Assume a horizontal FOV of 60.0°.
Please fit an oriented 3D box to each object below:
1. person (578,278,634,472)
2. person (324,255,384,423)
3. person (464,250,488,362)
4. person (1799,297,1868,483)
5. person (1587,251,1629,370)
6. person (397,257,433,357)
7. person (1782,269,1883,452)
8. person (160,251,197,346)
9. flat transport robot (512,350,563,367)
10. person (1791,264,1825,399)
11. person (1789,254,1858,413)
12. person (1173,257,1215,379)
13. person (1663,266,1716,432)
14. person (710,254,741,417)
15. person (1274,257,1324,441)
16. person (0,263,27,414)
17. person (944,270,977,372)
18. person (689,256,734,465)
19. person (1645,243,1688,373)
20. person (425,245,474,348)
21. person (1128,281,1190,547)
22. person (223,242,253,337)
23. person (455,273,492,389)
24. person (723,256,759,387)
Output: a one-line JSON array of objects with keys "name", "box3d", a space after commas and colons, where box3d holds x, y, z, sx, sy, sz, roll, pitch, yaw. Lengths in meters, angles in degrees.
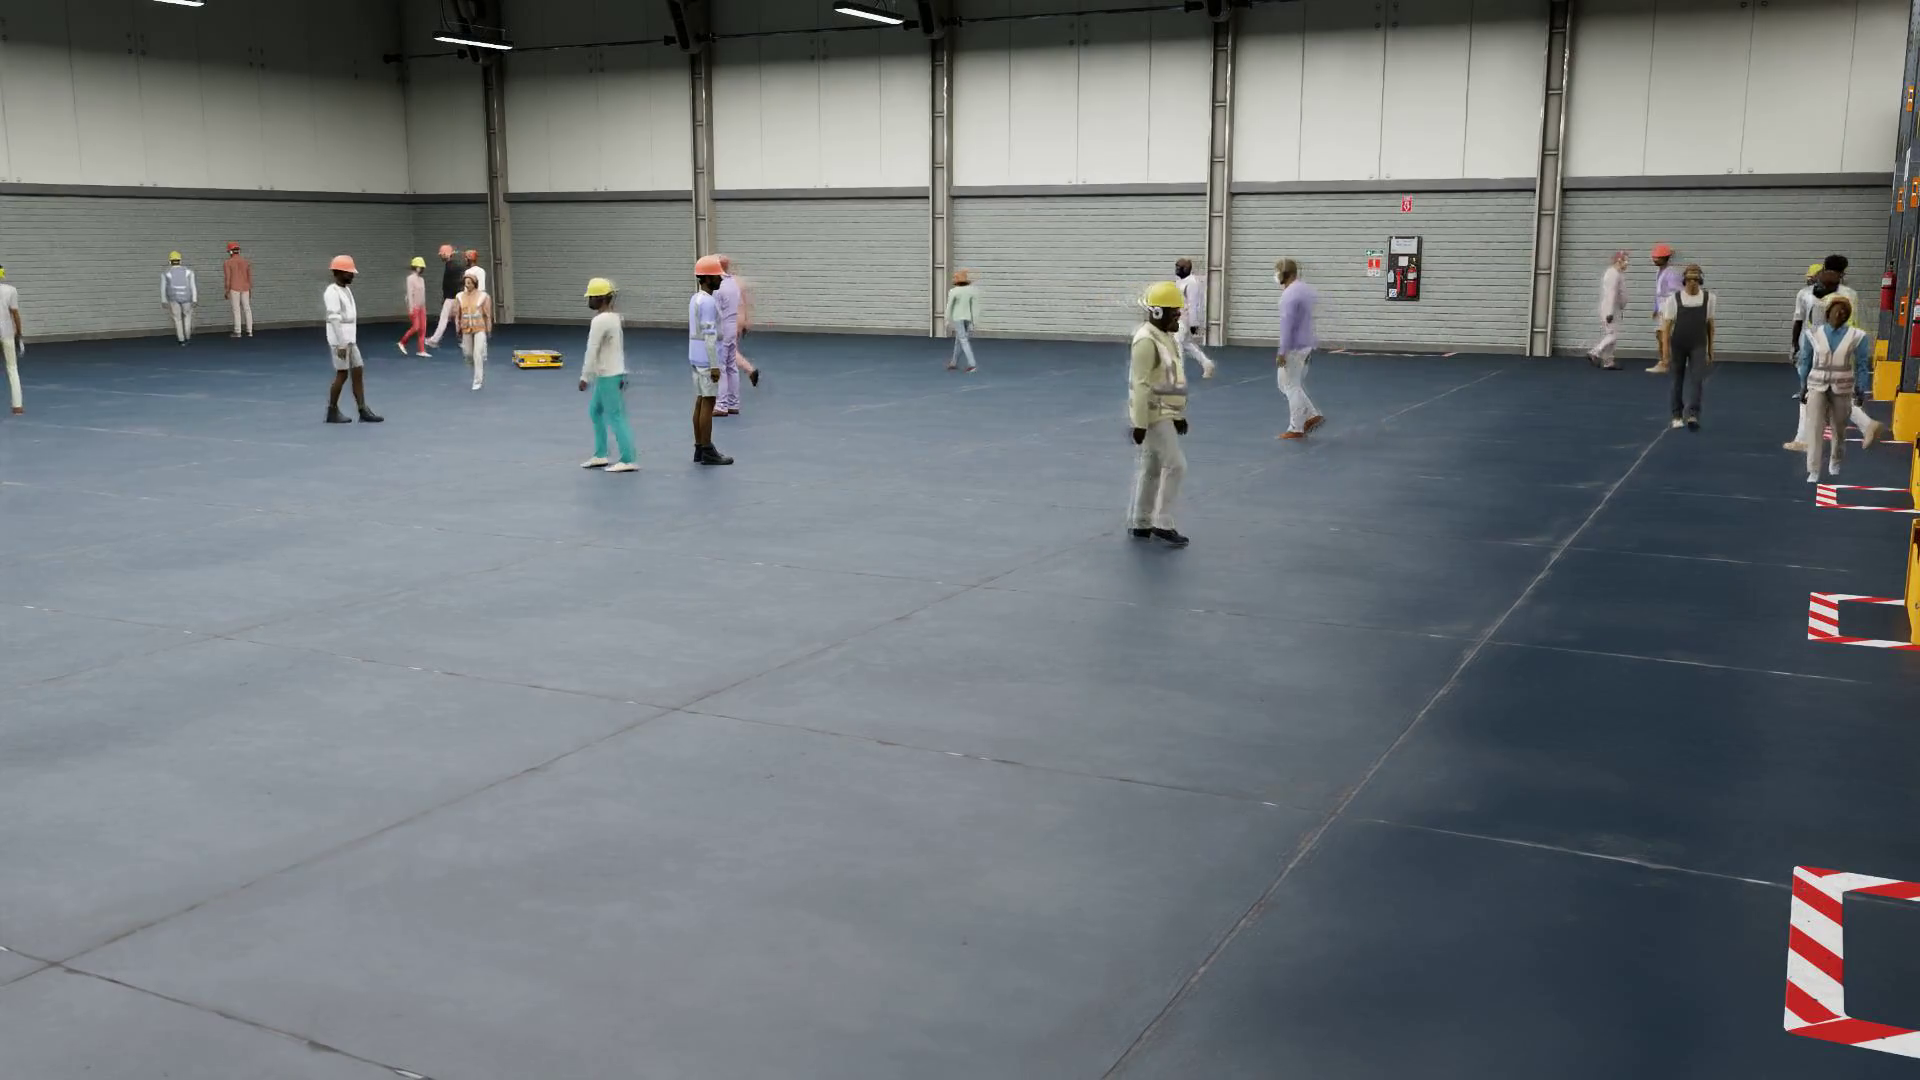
[{"name": "person", "box3d": [-3.253, -1.473, 14.988, 0.691, 1.745, 0.536, 1, 10, 4]}, {"name": "person", "box3d": [-6.959, -2.271, 18.918, 0.556, 1.926, 0.569, 1, 10, 3]}, {"name": "person", "box3d": [-8.191, -3.949, 28.094, 0.349, 1.882, 0.586, 2, 11, 9]}, {"name": "person", "box3d": [7.622, -1.320, 14.524, 0.525, 1.613, 0.770, 6, 12, 30]}, {"name": "person", "box3d": [10.310, -3.622, 26.323, 0.481, 1.884, 0.651, 4, 11, 20]}, {"name": "person", "box3d": [-9.555, -4.071, 29.130, 0.504, 1.747, 0.544, 2, 11, 11]}, {"name": "person", "box3d": [8.549, -1.730, 16.225, 0.656, 1.807, 0.799, -8, 13, -36]}, {"name": "person", "box3d": [-15.190, -4.685, 32.295, 0.627, 1.807, 0.704, -7, 13, -34]}, {"name": "flat transport robot", "box3d": [-6.905, -2.966, 27.133, 0.652, 0.197, 1.431, -4, 11, -20]}, {"name": "person", "box3d": [11.009, -2.680, 21.518, 0.501, 1.749, 0.556, 9, 14, 40]}, {"name": "person", "box3d": [9.275, -2.101, 17.897, 0.635, 1.931, 0.780, 6, 12, 31]}, {"name": "person", "box3d": [3.330, -3.195, 24.173, 0.770, 1.817, 0.626, -1, 10, -4]}, {"name": "person", "box3d": [7.940, -2.072, 18.108, 0.557, 1.788, 1.020, 4, 11, 19]}, {"name": "person", "box3d": [-2.838, -2.405, 19.642, 0.401, 1.899, 0.670, 3, 11, 17]}, {"name": "person", "box3d": [3.468, -1.976, 17.281, 0.459, 1.911, 0.634, 3, 11, 18]}, {"name": "person", "box3d": [-11.398, -2.405, 19.736, 0.517, 1.876, 0.334, -4, 11, -23]}, {"name": "person", "box3d": [0.029, -3.425, 26.030, 0.511, 1.593, 0.839, -9, 14, -40]}, {"name": "person", "box3d": [-2.341, -1.673, 15.533, 0.369, 1.939, 0.542, -4, 11, -20]}, {"name": "person", "box3d": [10.946, -3.559, 25.638, 0.747, 2.008, 0.624, 2, 11, 8]}, {"name": "person", "box3d": [-9.726, -4.614, 31.566, 1.031, 1.934, 0.654, -3, 11, -17]}, {"name": "person", "box3d": [1.440, -0.859, 11.438, 0.591, 1.812, 0.605, 3, 11, 16]}, {"name": "person", "box3d": [-15.168, -5.255, 34.938, 0.388, 1.987, 0.608, 7, 12, 33]}, {"name": "person", "box3d": [-6.786, -2.932, 23.283, 0.529, 1.614, 0.664, 1, 10, 7]}, {"name": "person", "box3d": [-3.082, -2.956, 22.776, 0.796, 1.867, 0.655, 6, 12, 30]}]
